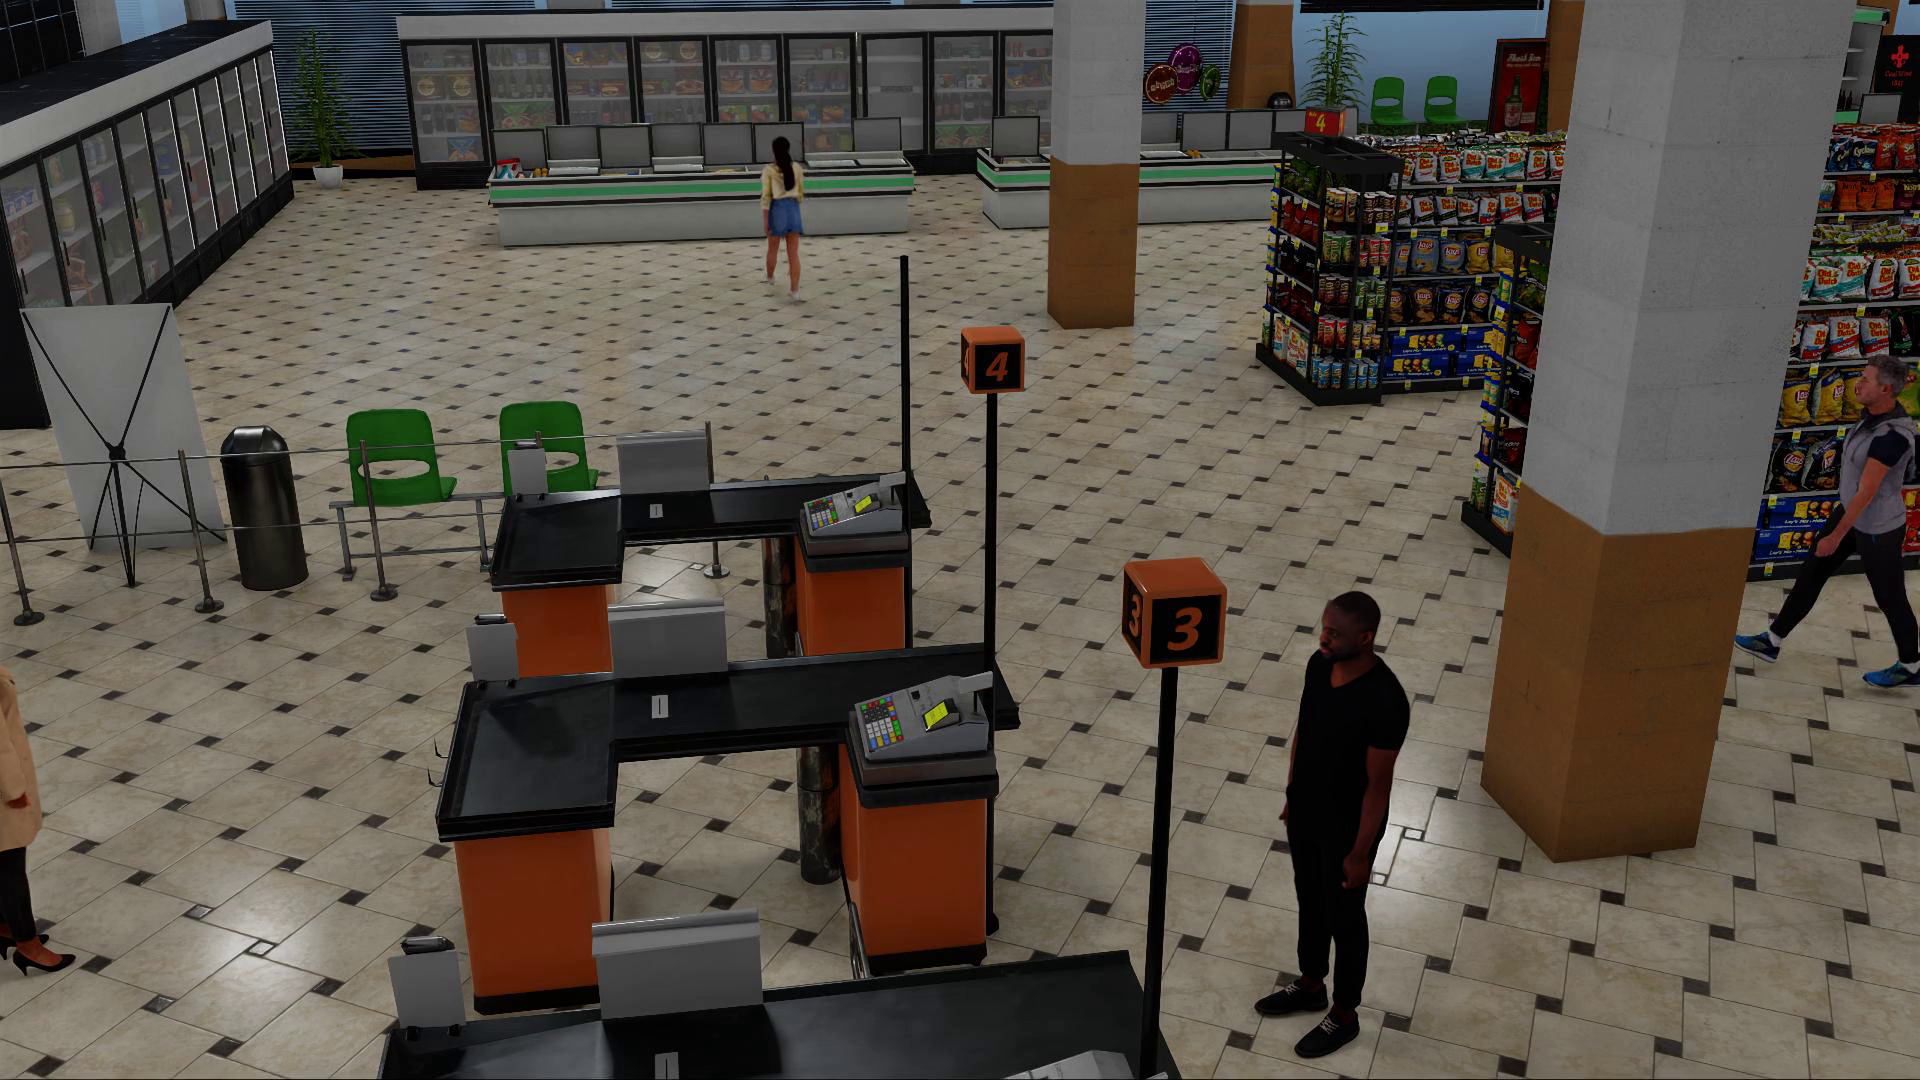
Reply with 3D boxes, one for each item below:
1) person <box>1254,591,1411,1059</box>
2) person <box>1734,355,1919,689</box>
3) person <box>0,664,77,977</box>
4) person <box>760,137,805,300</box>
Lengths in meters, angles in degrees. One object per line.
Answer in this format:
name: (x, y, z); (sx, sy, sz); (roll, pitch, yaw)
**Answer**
person: (1.360, 1.006, 5.991); (0.634, 1.819, 0.712); (-9, 23, -21)
person: (4.828, -0.036, 8.647); (1.277, 1.773, 0.979); (4, 22, 9)
person: (-3.755, 0.911, 6.412); (0.714, 1.682, 0.732); (20, 29, 40)
person: (-1.734, -3.194, 16.785); (1.158, 1.565, 0.874); (-9, 24, -22)
